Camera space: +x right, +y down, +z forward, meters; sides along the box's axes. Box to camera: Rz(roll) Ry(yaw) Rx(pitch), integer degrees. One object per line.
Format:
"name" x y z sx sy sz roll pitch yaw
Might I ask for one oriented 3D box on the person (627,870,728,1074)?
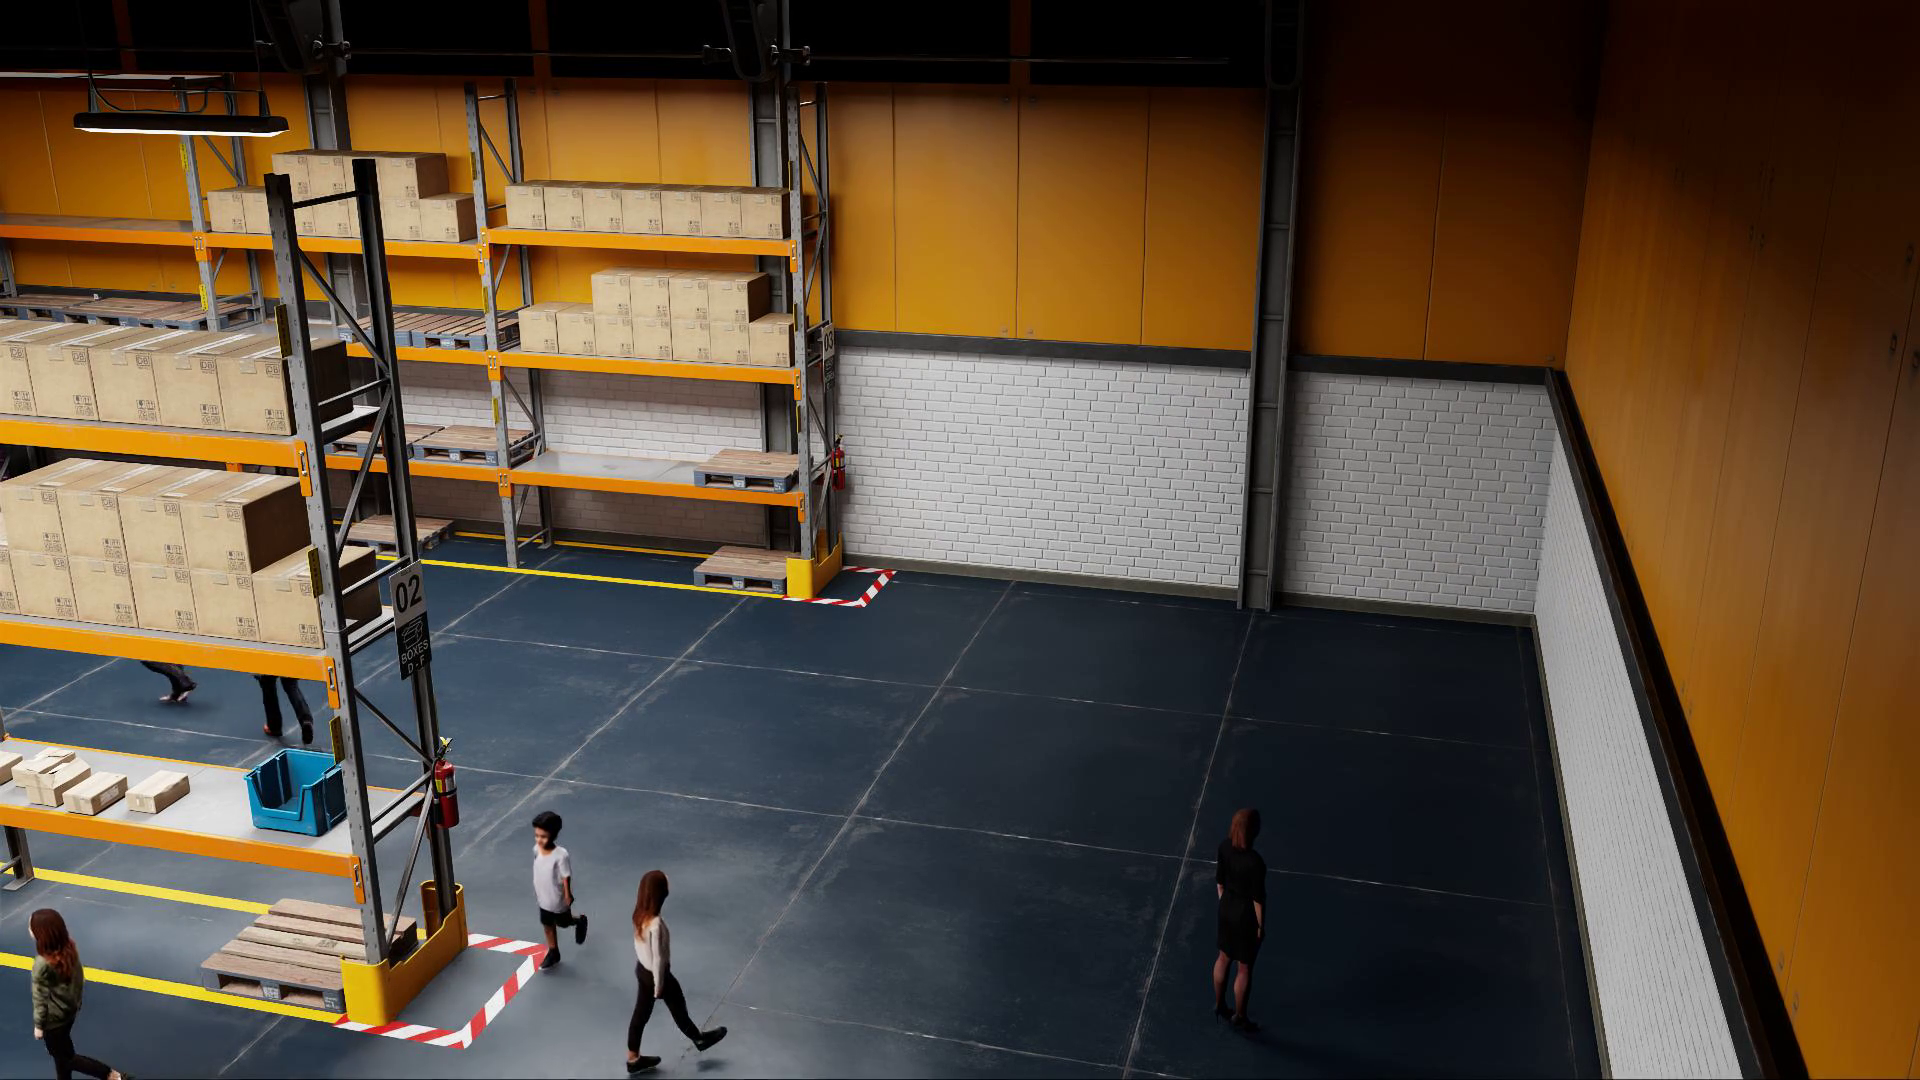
"person" -2.138 2.955 11.247 0.971 1.452 0.932 -11 22 -30

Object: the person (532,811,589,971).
"person" -3.043 2.610 12.589 0.695 1.248 0.597 8 20 22

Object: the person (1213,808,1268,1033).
"person" 1.969 2.663 11.715 0.715 1.705 0.633 -13 22 -33

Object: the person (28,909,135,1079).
"person" -5.803 3.087 10.846 0.997 1.457 0.798 -2 19 -6
